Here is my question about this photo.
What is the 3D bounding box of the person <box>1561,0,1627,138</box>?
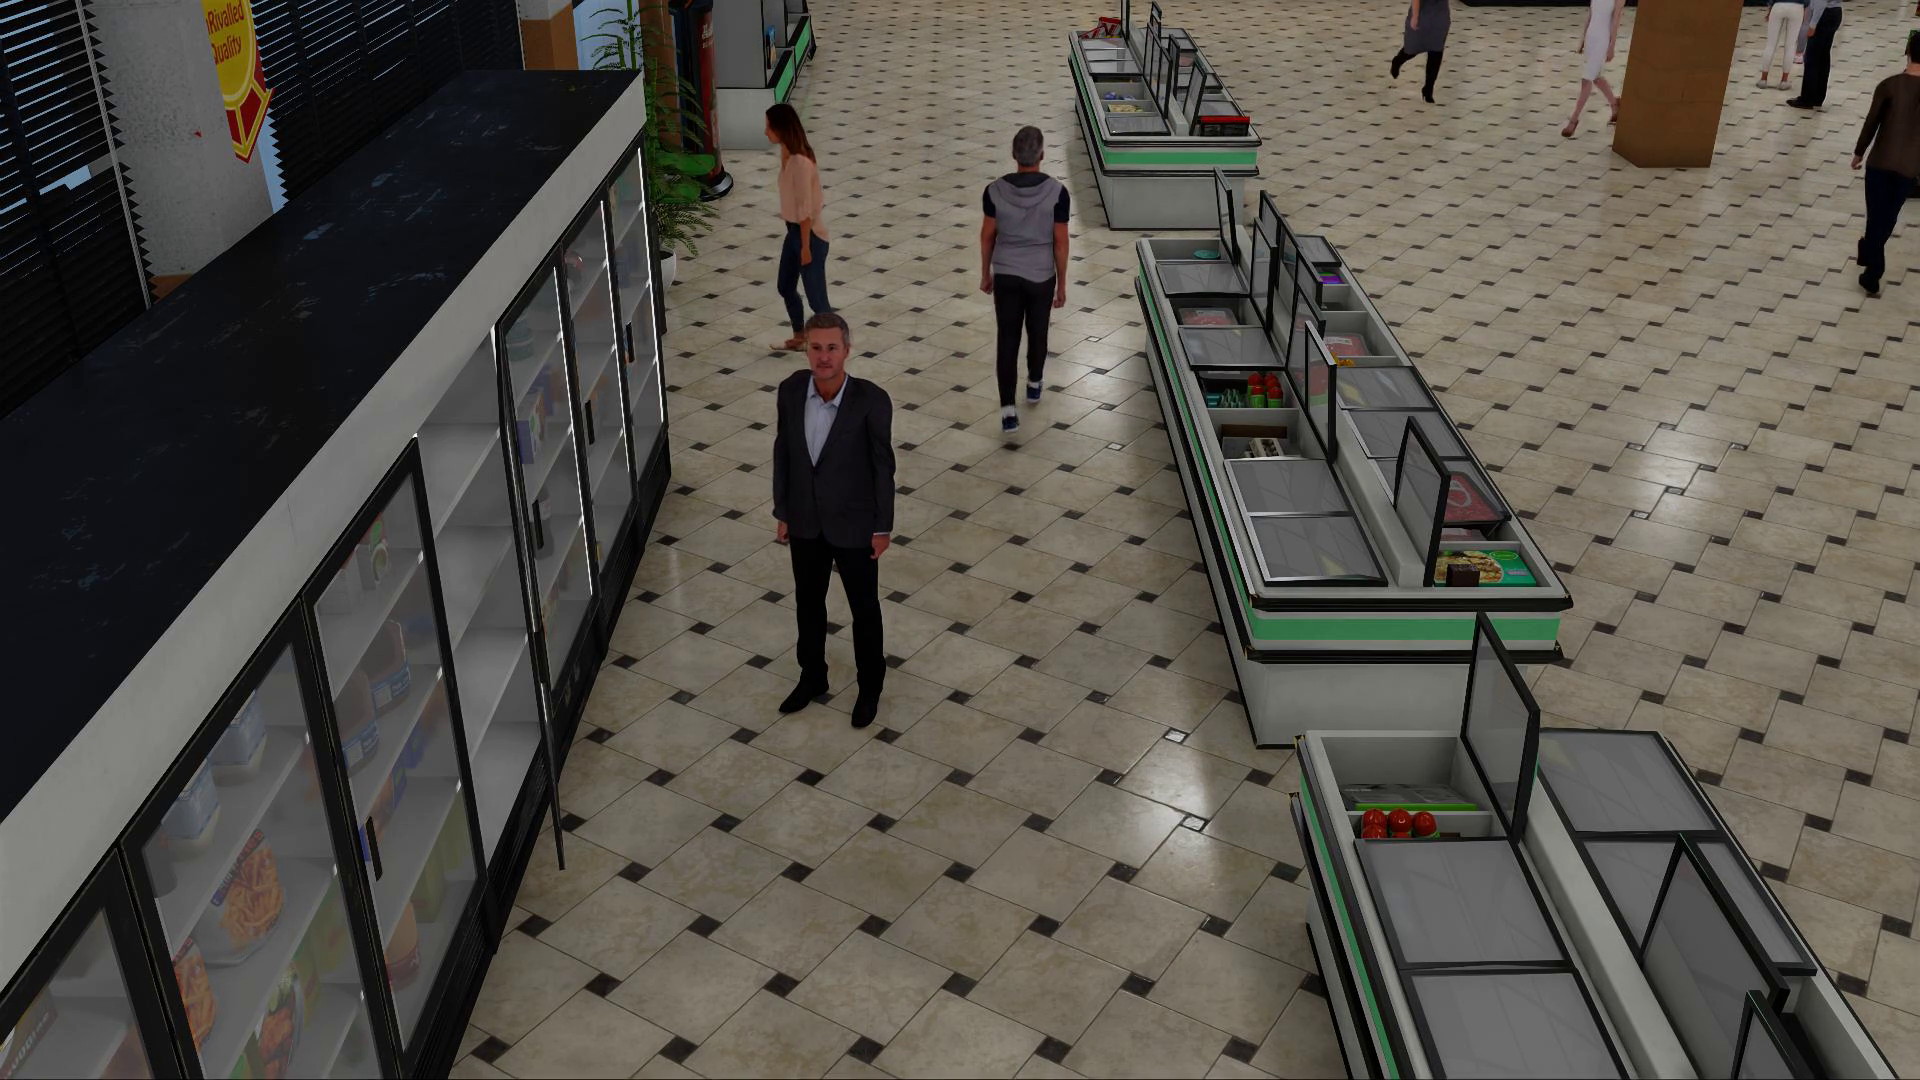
[{"bbox_3d":[6.474,-4.934,16.676,0.897,1.762,1.080,-9,28,-17],"label":"person"}]

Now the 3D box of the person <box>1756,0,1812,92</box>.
[{"bbox_3d":[9.337,-5.963,18.774,0.687,1.702,0.684,14,30,26],"label":"person"}]

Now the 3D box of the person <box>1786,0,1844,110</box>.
[{"bbox_3d":[9.317,-5.590,17.910,0.717,1.818,0.774,-24,35,-39],"label":"person"}]

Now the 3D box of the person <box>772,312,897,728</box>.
[{"bbox_3d":[-0.537,-0.097,7.048,0.787,1.843,0.735,9,28,17],"label":"person"}]

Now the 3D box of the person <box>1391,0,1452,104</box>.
[{"bbox_3d":[5.059,-5.696,18.208,0.813,1.736,1.076,-8,28,-15],"label":"person"}]

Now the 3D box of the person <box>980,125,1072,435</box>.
[{"bbox_3d":[0.364,-1.485,9.852,0.787,1.783,1.230,3,27,6],"label":"person"}]

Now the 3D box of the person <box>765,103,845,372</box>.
[{"bbox_3d":[-1.002,-1.930,10.751,0.897,1.764,0.739,-9,28,-18],"label":"person"}]

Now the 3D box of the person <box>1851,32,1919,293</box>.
[{"bbox_3d":[6.904,-2.737,12.249,0.797,1.850,1.131,5,27,10],"label":"person"}]
